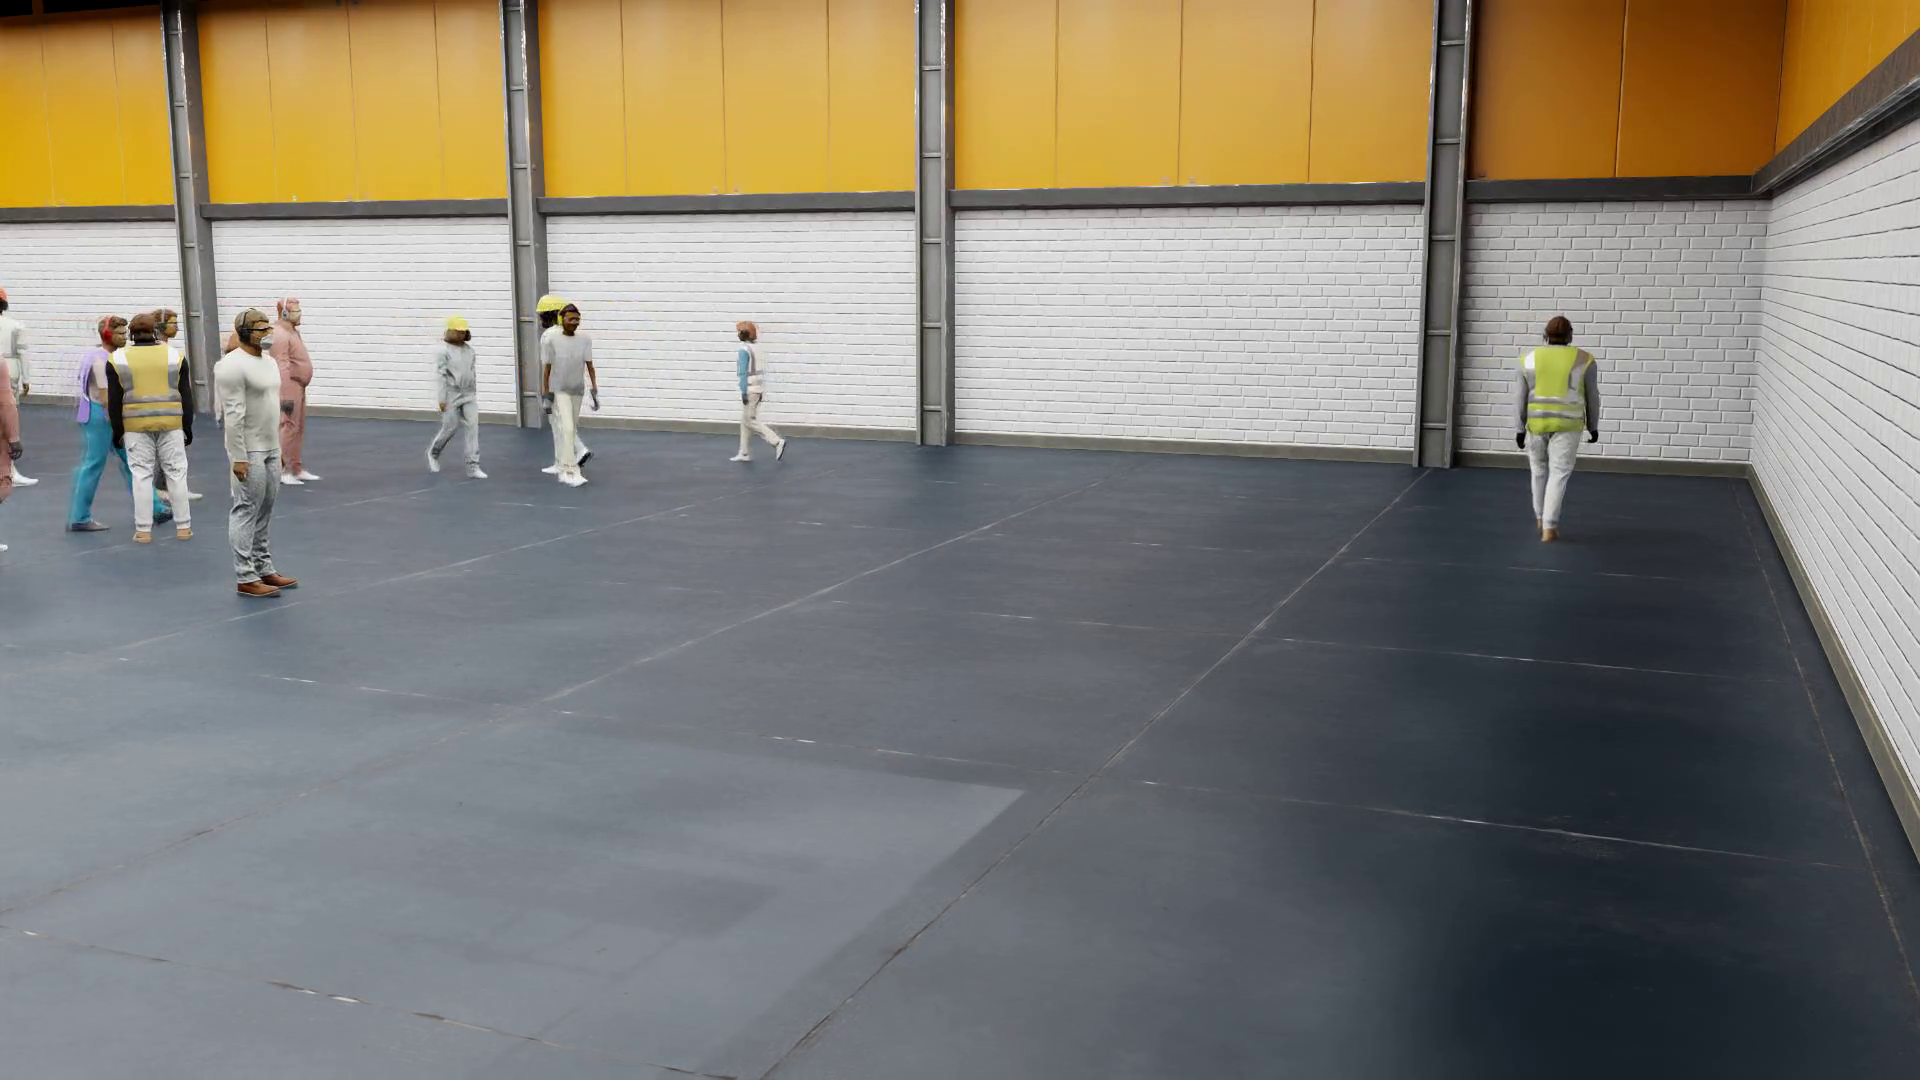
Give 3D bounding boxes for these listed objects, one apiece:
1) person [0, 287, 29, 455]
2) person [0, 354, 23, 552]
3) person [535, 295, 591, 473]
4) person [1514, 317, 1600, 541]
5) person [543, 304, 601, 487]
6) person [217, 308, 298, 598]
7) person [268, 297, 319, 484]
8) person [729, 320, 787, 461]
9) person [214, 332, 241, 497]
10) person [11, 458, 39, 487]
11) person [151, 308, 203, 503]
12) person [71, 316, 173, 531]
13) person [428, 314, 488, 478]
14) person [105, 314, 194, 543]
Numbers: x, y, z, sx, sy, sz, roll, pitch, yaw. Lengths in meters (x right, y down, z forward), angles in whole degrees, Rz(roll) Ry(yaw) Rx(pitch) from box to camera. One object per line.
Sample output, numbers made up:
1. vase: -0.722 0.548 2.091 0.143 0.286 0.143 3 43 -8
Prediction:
1. person: -10.810 -1.860 18.735 0.614 2.012 0.933 -7 12 -36
2. person: -7.436 -0.773 12.503 0.649 1.884 0.712 1 9 3
3. person: -4.278 -1.649 17.716 0.457 1.912 0.616 2 10 10
4. person: 4.927 -0.926 13.686 0.631 1.798 0.942 6 11 32
5. person: -3.872 -1.443 16.723 0.498 1.827 0.876 -8 12 -39
6. person: -4.748 -0.590 11.227 0.375 1.939 0.628 0 9 2
7. person: -6.821 -1.527 17.008 0.403 1.906 0.653 -2 10 -13
8. person: -2.290 -1.663 18.720 0.678 1.614 0.520 2 10 14
9. person: -6.918 -1.224 16.118 0.517 1.578 0.876 1 9 4
10. person: -9.587 -1.401 16.430 0.847 1.834 0.539 -2 10 -13
11. person: -7.382 -1.250 15.551 0.411 1.830 0.519 -3 10 -17
12. person: -7.039 -0.969 13.949 0.944 1.790 0.607 -2 10 -14
13. person: -5.310 -1.510 17.479 0.736 1.722 0.490 7 12 37
14. person: -6.505 -0.896 13.395 0.622 1.838 0.429 -6 11 -31
